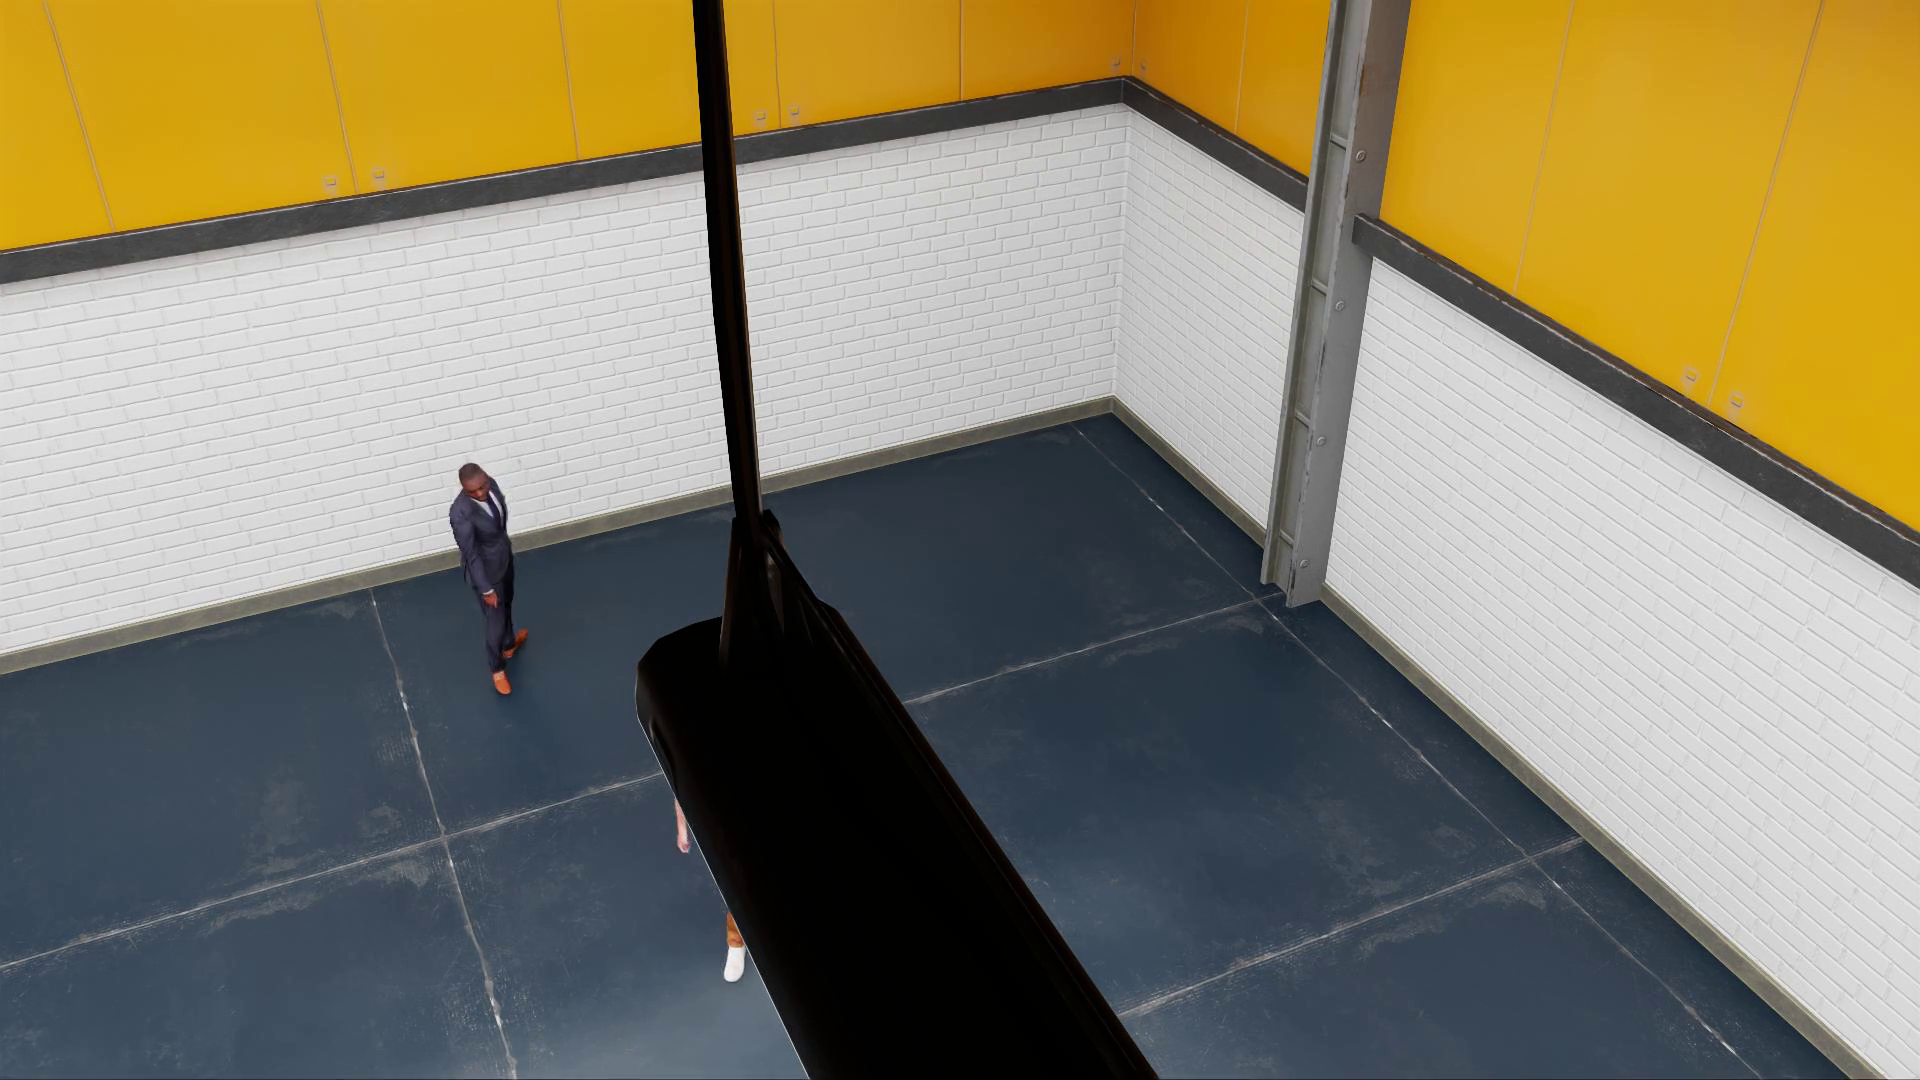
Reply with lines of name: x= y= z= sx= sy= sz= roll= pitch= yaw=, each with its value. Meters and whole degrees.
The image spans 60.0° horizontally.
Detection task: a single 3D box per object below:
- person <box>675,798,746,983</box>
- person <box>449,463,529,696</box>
person: x=-1.315 y=1.486 z=9.273 sx=1.089 sy=1.797 sz=1.259 roll=5 pitch=34 yaw=8
person: x=-3.187 y=0.163 z=11.265 sx=1.011 sy=1.795 sz=0.845 roll=-1 pitch=34 yaw=-1
